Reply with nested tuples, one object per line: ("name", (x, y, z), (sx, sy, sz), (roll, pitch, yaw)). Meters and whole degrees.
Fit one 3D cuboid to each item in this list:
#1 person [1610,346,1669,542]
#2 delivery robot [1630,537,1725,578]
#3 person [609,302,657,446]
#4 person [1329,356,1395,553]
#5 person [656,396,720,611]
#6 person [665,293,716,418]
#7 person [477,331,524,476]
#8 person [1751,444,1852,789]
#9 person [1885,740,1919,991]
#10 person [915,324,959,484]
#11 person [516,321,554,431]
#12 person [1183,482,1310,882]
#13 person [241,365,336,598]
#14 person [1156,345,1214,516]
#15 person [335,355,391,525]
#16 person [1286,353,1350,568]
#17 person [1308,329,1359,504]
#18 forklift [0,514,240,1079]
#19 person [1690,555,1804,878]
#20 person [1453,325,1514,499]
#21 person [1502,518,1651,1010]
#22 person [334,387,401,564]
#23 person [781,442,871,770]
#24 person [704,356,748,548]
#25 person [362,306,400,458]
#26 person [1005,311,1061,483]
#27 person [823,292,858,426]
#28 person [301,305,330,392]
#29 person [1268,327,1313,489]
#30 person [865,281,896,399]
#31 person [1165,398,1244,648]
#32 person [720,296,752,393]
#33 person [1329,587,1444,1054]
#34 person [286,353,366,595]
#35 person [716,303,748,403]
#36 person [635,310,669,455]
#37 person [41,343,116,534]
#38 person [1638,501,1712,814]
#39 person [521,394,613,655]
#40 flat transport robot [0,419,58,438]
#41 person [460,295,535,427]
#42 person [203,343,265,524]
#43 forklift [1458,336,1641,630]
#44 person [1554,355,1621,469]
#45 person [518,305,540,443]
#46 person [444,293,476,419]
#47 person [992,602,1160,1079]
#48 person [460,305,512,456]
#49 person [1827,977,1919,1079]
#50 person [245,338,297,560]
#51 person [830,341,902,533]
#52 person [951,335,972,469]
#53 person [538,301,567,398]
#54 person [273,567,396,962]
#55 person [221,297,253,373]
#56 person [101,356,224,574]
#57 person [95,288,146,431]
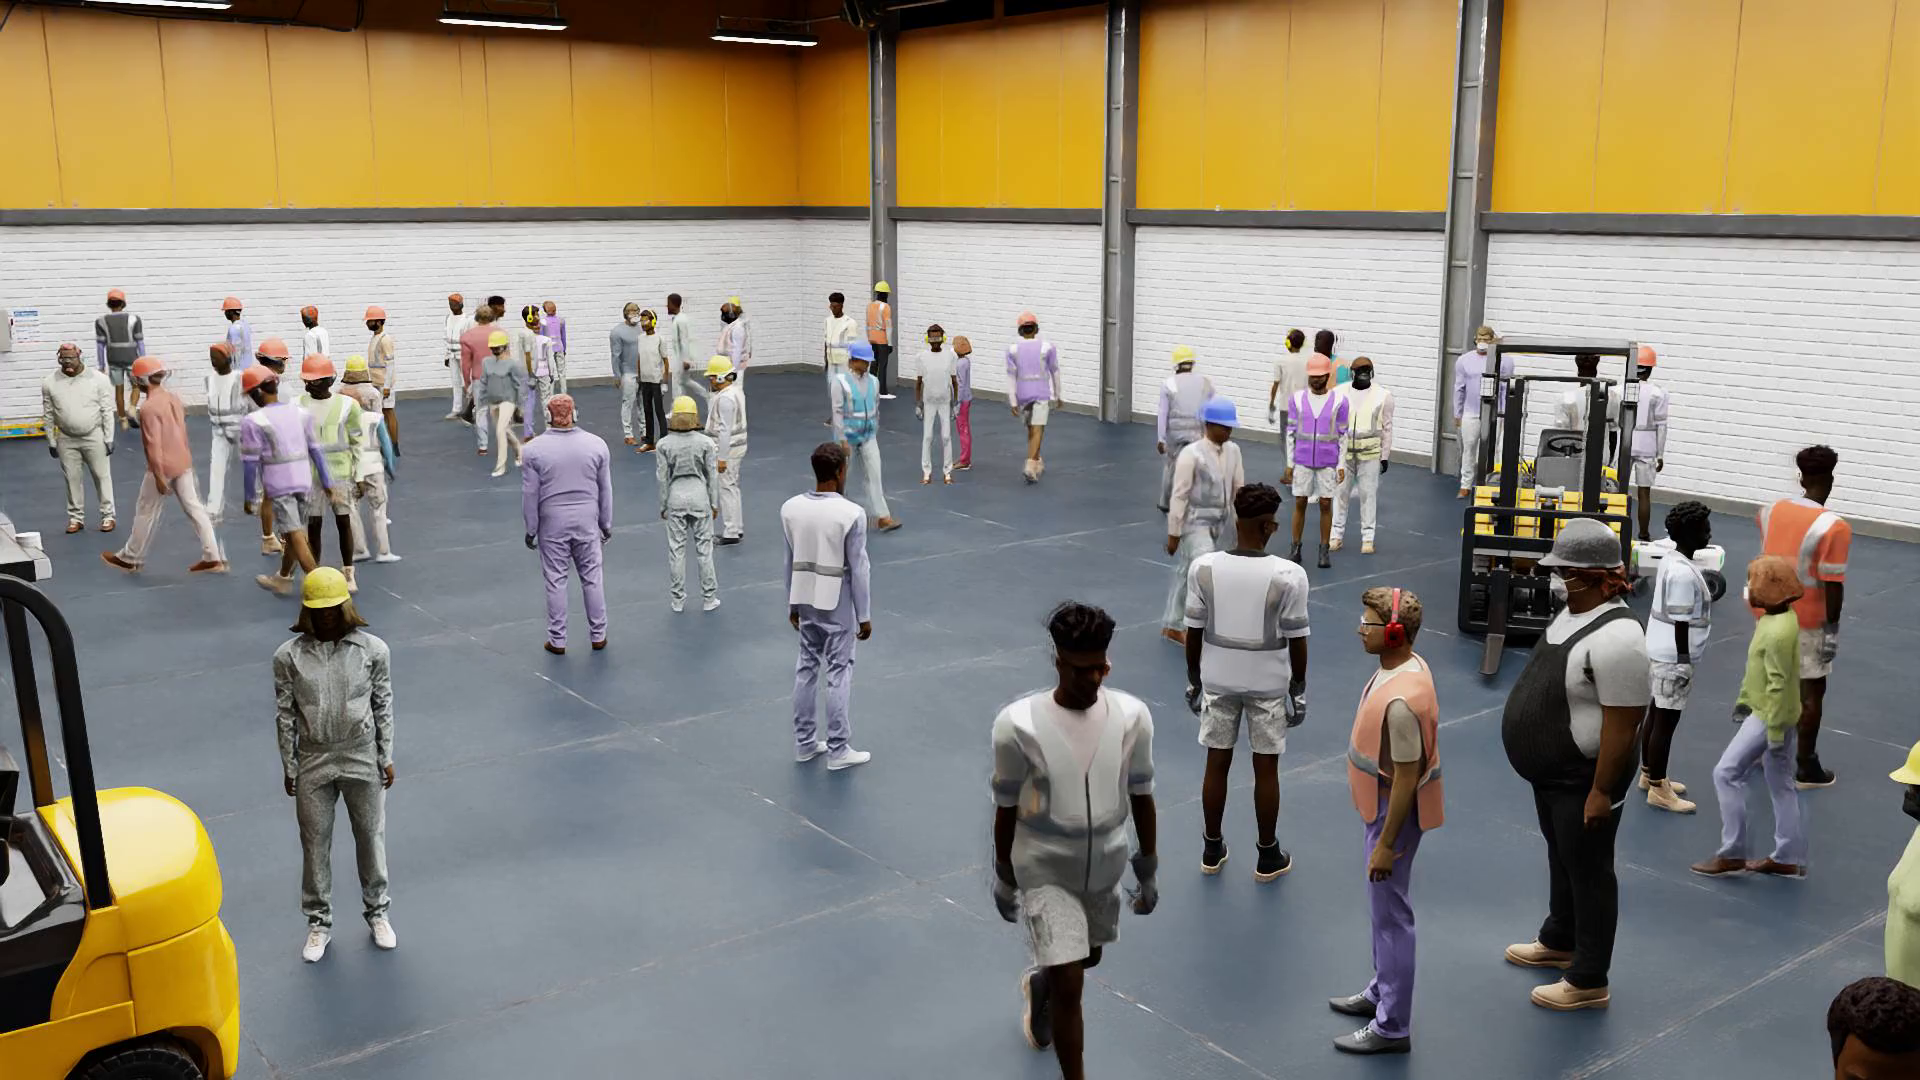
("person", (6.316, -0.843, 15.554), (0.546, 1.939, 0.375), (8, 14, 34))
("delivery robot", (5.979, 0.151, 13.883), (0.707, 0.478, 0.477), (3, 12, 17))
("person", (-4.363, -2.218, 22.242), (0.632, 1.928, 0.392), (-11, 16, -43))
("person", (3.712, -0.798, 15.565), (0.629, 1.846, 0.429), (5, 13, 22))
("person", (-2.180, -0.290, 13.378), (0.483, 1.736, 0.312), (-1, 12, -3))
("person", (-4.085, -2.765, 24.959), (0.799, 1.893, 0.604), (-2, 12, -11))
("person", (-5.508, -1.679, 20.128), (0.537, 1.731, 0.856), (5, 13, 21))
("person", (4.777, 0.419, 9.473), (0.430, 1.935, 0.626), (-4, 12, -20))
("person", (2.906, 1.425, 5.022), (0.315, 1.768, 0.526), (2, 12, 11))
("person", (-0.264, -1.572, 19.271), (0.505, 1.864, 0.331), (0, 12, 1))
("person", (-5.961, -2.305, 23.371), (0.513, 1.630, 0.318), (-2, 12, -11))
("person", (1.398, 0.687, 8.116), (0.614, 1.956, 0.383), (5, 13, 24))
("person", (-5.506, -0.430, 13.470), (1.006, 1.972, 0.686), (6, 13, 29))
("person", (2.280, -1.103, 17.131), (0.628, 1.800, 0.818), (-2, 12, -10))
("person", (-6.025, -0.990, 16.740), (0.487, 1.744, 0.297), (-1, 12, -4))
("person", (3.189, -0.706, 14.895), (0.547, 1.937, 0.379), (4, 12, 19))
("person", (4.066, -1.333, 17.998), (0.606, 1.904, 0.621), (-5, 13, -21))
("forklift", (-3.687, 1.115, 5.480), (2.313, 2.155, 1.214), (-9, 15, -36))
("person", (3.863, 0.865, 8.105), (0.603, 1.614, 0.519), (7, 14, 30))
("person", (5.709, -1.384, 18.209), (0.622, 1.932, 0.385), (6, 13, 26))
("person", (2.506, 0.907, 6.856), (0.535, 2.000, 0.686), (1, 12, 4))
("person", (-5.425, -0.580, 15.099), (0.577, 1.612, 0.387), (-4, 12, -20))
("person", (-0.785, 0.387, 9.687), (0.593, 1.911, 0.383), (8, 14, 33))
("person", (-2.229, -0.847, 15.868), (0.403, 1.818, 0.605), (0, 12, -1))
("person", (-7.392, -2.016, 21.222), (0.357, 1.938, 0.542), (-9, 15, -37))
("person", (0.826, -1.682, 19.510), (0.623, 1.985, 1.067), (3, 12, 16))
("person", (-1.739, -2.597, 23.988), (0.607, 1.958, 0.376), (10, 15, 40))
("person", (-8.525, -2.161, 22.048), (0.356, 1.887, 0.573), (0, 12, 0))
("person", (3.790, -1.483, 18.888), (0.528, 1.845, 0.808), (-2, 12, -11))
("person", (-1.299, -3.283, 27.372), (0.385, 1.922, 0.594), (-10, 15, -40))
("person", (1.834, -0.080, 11.973), (0.972, 1.888, 0.613), (11, 16, 42))
("person", (-3.645, -3.114, 27.081), (0.495, 1.713, 0.837), (-2, 12, -8))
("person", (1.678, 1.085, 6.468), (0.387, 1.846, 0.566), (2, 12, 11))
("person", (-5.269, -0.538, 13.837), (0.609, 2.040, 0.394), (-3, 12, -14))
("person", (-3.210, -2.421, 23.436), (0.428, 1.837, 0.620), (-4, 12, -17))
("person", (-3.992, -2.040, 21.502), (0.531, 1.870, 0.317), (8, 14, 32))
("person", (-8.699, -1.002, 16.440), (0.635, 1.900, 0.399), (-3, 12, -15))
("person", (3.901, 0.623, 9.061), (0.319, 1.697, 0.532), (3, 12, 15))
("person", (-2.862, -0.116, 12.140), (0.646, 1.901, 0.401), (-5, 13, -22))
("flat transport robot", (-13.128, -1.520, 22.874), (1.431, 0.197, 0.652), (-7, 14, -31))
("person", (-6.761, -2.578, 24.015), (1.047, 1.913, 0.616), (-1, 12, -3))
("person", (-7.496, -1.106, 17.090), (0.598, 1.832, 0.979), (3, 12, 15))
("forklift", (4.683, -0.471, 13.136), (1.214, 2.155, 2.313), (4, 12, 20))
("person", (5.572, -0.714, 14.877), (0.601, 1.960, 0.373), (0, 12, -1))
("person", (-5.791, -2.233, 22.462), (0.327, 1.862, 0.510), (-3, 12, -14))
("person", (-7.464, -2.734, 24.814), (0.573, 1.887, 0.355), (5, 13, 25))
("person", (0.394, 1.134, 6.056), (0.605, 1.931, 0.952), (-4, 12, -17))
("person", (-6.063, -2.042, 21.347), (0.628, 1.940, 0.378), (-3, 12, -15))
("person", (1.684, 1.726, 3.198), (0.591, 1.919, 0.392), (4, 12, 19))
("person", (-6.276, -0.841, 15.326), (0.611, 2.034, 0.404), (9, 14, 36))
("person", (-0.991, -1.016, 16.485), (0.610, 1.897, 0.939), (-9, 14, -36))
("person", (0.009, -1.683, 20.349), (0.280, 1.634, 0.507), (1, 12, 7))
("person", (-6.600, -3.048, 26.927), (0.513, 1.642, 0.311), (-10, 16, -41))
("person", (-2.718, 0.969, 7.278), (0.487, 1.744, 0.294), (-5, 13, -22))
("person", (-10.000, -2.393, 23.045), (0.372, 1.934, 0.551), (-1, 12, -5))
("person", (-7.035, -0.645, 14.610), (1.067, 1.925, 0.598), (2, 12, 8))
("person", (-11.862, -2.543, 23.547), (0.634, 2.024, 0.404), (-4, 12, -18))
